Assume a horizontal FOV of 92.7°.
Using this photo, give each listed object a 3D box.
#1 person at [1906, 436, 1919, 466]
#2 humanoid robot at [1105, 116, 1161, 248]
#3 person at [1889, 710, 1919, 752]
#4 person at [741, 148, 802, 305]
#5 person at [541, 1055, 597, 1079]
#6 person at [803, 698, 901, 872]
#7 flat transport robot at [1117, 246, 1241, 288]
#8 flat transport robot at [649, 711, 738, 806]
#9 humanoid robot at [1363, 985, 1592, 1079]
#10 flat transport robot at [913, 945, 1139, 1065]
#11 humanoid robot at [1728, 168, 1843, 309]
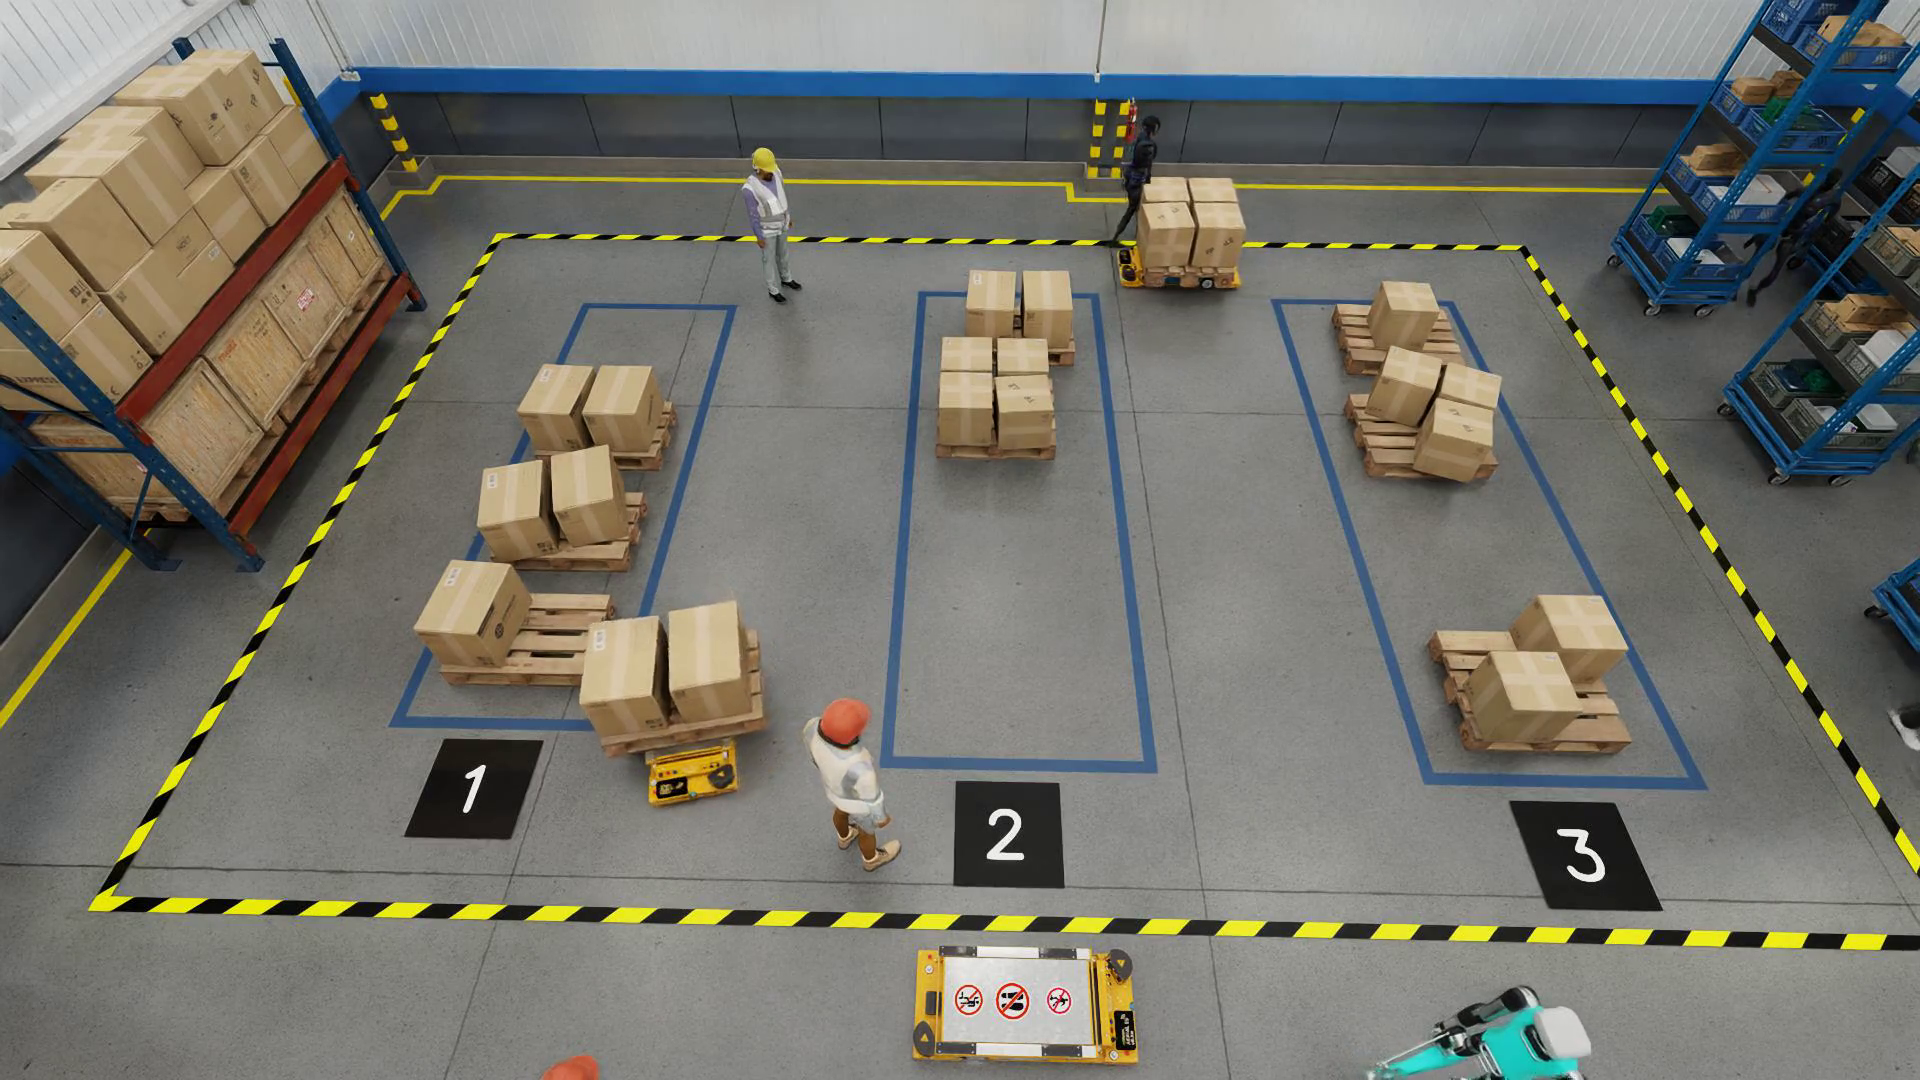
[{"bbox_3d":[9.624,-1.197,8.457,0.595,1.822,0.471,3,51,2],"label":"person"},{"bbox_3d":[2.215,-4.323,11.117,0.753,1.627,0.613,-7,51,-6],"label":"humanoid robot"},{"bbox_3d":[7.541,1.238,6.486,0.606,1.801,0.959,0,51,0],"label":"person"},{"bbox_3d":[-2.115,-3.564,10.388,0.403,1.822,0.588,25,55,19],"label":"person"},{"bbox_3d":[-1.793,3.091,4.829,0.605,2.033,0.389,-4,51,-3],"label":"person"},{"bbox_3d":[-0.687,1.614,6.027,0.615,2.039,0.381,36,59,25],"label":"person"},{"bbox_3d":[2.672,-3.366,11.212,1.431,0.197,0.652,1,51,1],"label":"flat transport robot"},{"bbox_3d":[-2.159,1.370,7.351,0.652,0.197,1.431,-9,51,-7],"label":"flat transport robot"},{"bbox_3d":[2.729,2.979,5.094,0.978,1.718,0.543,-11,52,-9],"label":"humanoid robot"},{"bbox_3d":[0.422,3.041,6.007,1.431,0.231,0.659,1,51,1],"label":"flat transport robot"},{"bbox_3d":[9.323,-3.417,10.361,0.603,1.645,0.369,24,55,18],"label":"humanoid robot"}]
